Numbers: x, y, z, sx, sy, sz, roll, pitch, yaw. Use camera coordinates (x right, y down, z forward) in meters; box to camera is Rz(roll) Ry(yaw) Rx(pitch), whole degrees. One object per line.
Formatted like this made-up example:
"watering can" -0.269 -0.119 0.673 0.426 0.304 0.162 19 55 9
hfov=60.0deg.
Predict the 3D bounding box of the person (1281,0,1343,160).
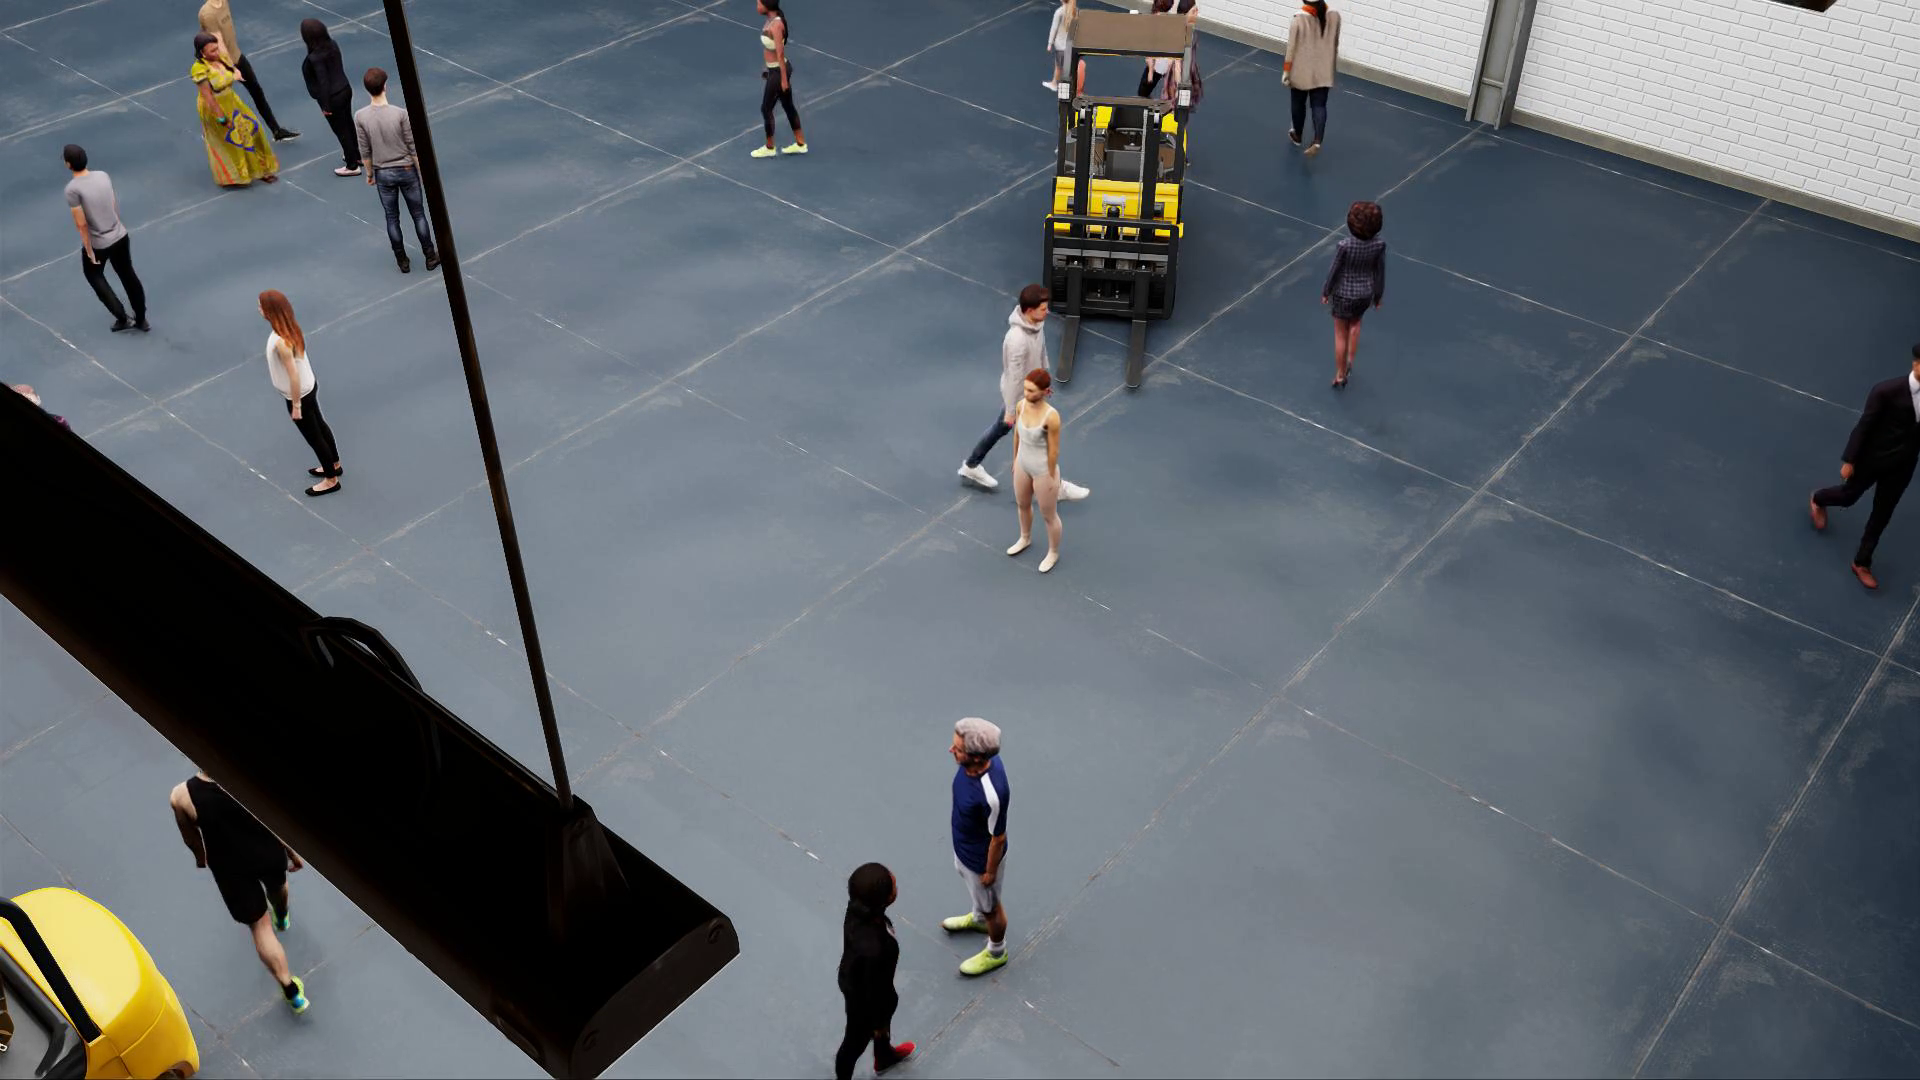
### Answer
"person" 3.601 -4.785 16.937 1.163 1.869 1.186 1 39 2

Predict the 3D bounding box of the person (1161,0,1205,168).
"person" 2.171 -4.628 16.825 0.891 1.765 0.777 14 41 17

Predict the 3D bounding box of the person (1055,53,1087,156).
"person" 1.197 -4.466 16.994 0.701 1.301 0.521 24 44 27

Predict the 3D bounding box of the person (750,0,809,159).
"person" -1.756 -4.755 17.014 0.922 1.727 0.882 -6 39 -7

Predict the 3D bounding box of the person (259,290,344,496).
"person" -4.935 -1.115 12.461 0.719 1.721 0.632 -7 39 -9

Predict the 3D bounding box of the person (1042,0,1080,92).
"person" 1.186 -5.418 18.227 0.879 1.249 0.517 31 48 33

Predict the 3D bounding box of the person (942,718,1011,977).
"person" 0.107 1.626 8.937 0.774 1.836 0.663 -11 40 -13

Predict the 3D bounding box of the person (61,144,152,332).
"person" -7.257 -2.544 14.235 0.685 1.741 0.693 17 42 20

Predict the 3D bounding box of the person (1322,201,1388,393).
"person" 3.215 -1.931 13.512 0.758 1.684 0.813 -4 39 -5

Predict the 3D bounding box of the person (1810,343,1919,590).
"person" 6.492 -0.639 11.760 1.213 1.852 1.258 -2 39 -3

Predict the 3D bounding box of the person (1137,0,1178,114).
"person" 2.142 -4.776 17.013 0.747 1.761 0.998 -27 46 -29

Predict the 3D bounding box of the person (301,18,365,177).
"person" -6.301 -4.471 16.749 0.816 1.614 0.773 1 39 1

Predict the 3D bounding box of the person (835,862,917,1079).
"person" -0.509 2.249 8.309 0.906 1.647 0.836 0 39 0

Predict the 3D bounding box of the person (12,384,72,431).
"person" -6.216 -0.357 11.517 0.708 1.714 1.151 -28 46 -30

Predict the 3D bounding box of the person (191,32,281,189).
"person" -7.361 -4.233 16.434 0.989 1.635 0.977 9 39 11

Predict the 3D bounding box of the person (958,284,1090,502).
"person" 0.355 -1.094 12.372 1.374 1.799 1.079 10 40 12

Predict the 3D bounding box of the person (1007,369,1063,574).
"person" 0.551 -0.515 11.774 0.410 1.641 0.594 29 47 31

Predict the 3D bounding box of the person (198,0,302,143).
"person" -7.625 -4.890 17.119 1.330 1.807 1.127 4 39 5

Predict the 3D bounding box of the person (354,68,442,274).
"person" -5.128 -3.334 15.094 0.764 1.903 0.802 -6 39 -7

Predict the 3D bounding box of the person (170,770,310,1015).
"person" -3.760 1.741 8.784 0.934 1.848 1.276 -20 43 -23
